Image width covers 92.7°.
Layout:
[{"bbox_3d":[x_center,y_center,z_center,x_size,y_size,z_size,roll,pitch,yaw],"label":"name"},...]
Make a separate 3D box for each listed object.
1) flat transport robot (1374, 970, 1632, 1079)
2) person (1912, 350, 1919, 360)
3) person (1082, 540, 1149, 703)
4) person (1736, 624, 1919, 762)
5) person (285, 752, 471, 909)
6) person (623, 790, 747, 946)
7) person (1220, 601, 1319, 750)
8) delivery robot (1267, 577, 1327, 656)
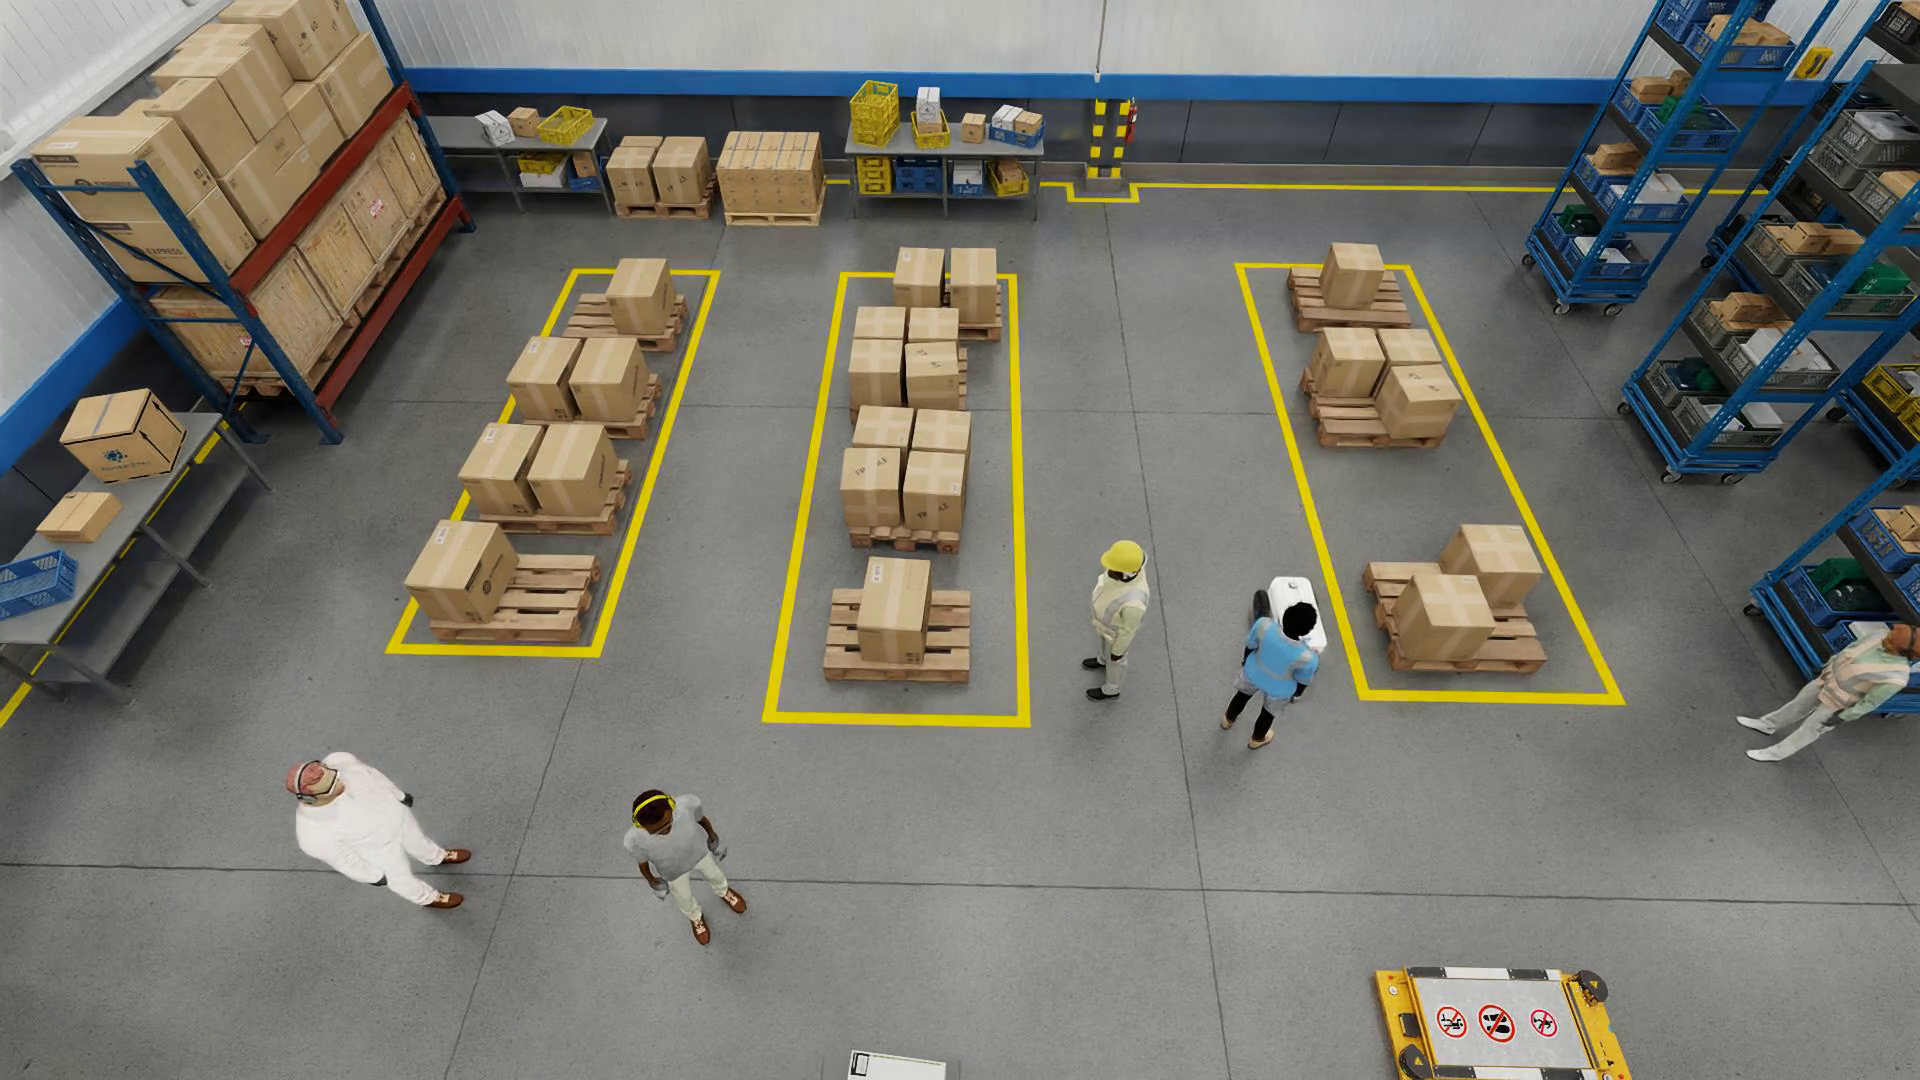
[{"bbox_3d":[3.501,3.133,5.914,1.431,0.197,0.652,1,51,1],"label":"flat transport robot"},{"bbox_3d":[10.752,-2.538,9.448,0.435,1.981,0.634,17,53,14],"label":"person"},{"bbox_3d":[1.180,0.611,6.977,0.403,1.824,0.597,-1,51,-1],"label":"person"},{"bbox_3d":[6.375,1.121,6.676,0.314,1.640,0.515,15,52,12],"label":"person"},{"bbox_3d":[-3.714,1.888,5.890,0.402,1.901,0.647,-4,51,-4],"label":"person"},{"bbox_3d":[-1.724,2.039,5.782,0.513,1.872,0.328,-35,59,-25],"label":"person"},{"bbox_3d":[2.288,1.001,6.737,0.316,1.697,0.541,-37,59,-26],"label":"person"},{"bbox_3d":[2.824,0.650,7.698,0.477,0.478,0.707,1,51,1],"label":"delivery robot"}]
